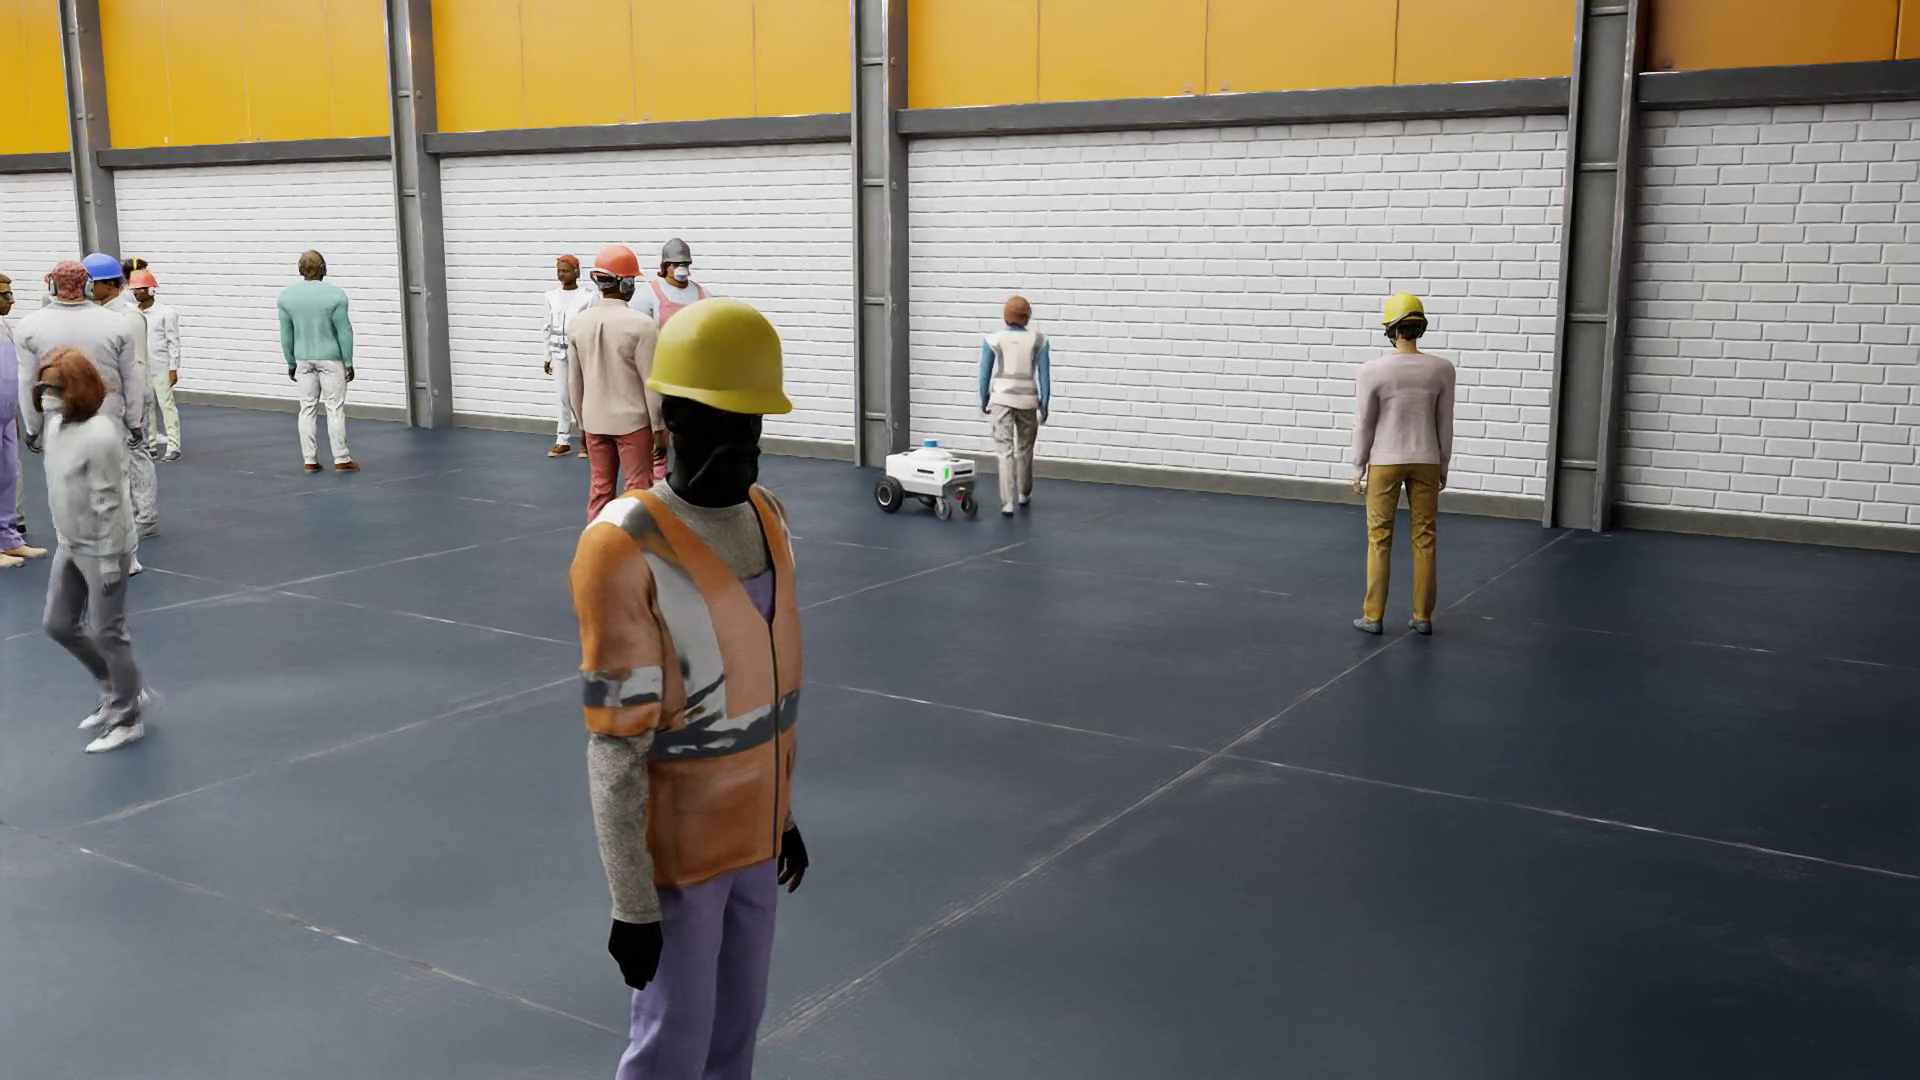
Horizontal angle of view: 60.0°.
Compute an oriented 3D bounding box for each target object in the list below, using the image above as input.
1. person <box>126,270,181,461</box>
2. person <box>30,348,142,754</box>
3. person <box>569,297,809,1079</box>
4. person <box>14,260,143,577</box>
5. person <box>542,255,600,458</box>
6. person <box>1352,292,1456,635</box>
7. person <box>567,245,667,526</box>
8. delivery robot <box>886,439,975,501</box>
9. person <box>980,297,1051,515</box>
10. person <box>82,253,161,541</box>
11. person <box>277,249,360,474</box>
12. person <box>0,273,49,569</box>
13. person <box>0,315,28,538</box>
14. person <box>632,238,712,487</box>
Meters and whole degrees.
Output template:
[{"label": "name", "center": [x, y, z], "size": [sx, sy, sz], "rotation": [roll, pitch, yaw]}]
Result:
[{"label": "person", "center": [-7.430, -1.595, 15.265], "size": [0.571, 1.751, 0.329], "rotation": [2, 10, 12]}, {"label": "person", "center": [-3.400, 0.058, 6.538], "size": [0.534, 1.592, 0.399], "rotation": [7, 13, 35]}, {"label": "person", "center": [-0.443, 0.530, 3.014], "size": [0.372, 1.923, 0.593], "rotation": [4, 11, 22]}, {"label": "person", "center": [-5.211, -0.701, 9.887], "size": [0.652, 1.906, 0.408], "rotation": [-6, 12, -30]}, {"label": "person", "center": [-3.623, -1.704, 15.512], "size": [0.574, 1.883, 0.356], "rotation": [2, 10, 13]}, {"label": "person", "center": [2.258, -0.381, 8.532], "size": [0.524, 1.761, 0.339], "rotation": [-1, 10, -3]}, {"label": "person", "center": [-1.900, -0.644, 9.326], "size": [0.608, 1.995, 0.377], "rotation": [5, 11, 24]}, {"label": "delivery robot", "center": [-0.217, -0.505, 12.288], "size": [0.477, 0.478, 0.707], "rotation": [-10, 14, -43]}, {"label": "person", "center": [0.409, -1.008, 12.411], "size": [0.521, 1.604, 0.748], "rotation": [0, 10, -1]}, {"label": "person", "center": [-5.688, -0.958, 11.246], "size": [0.613, 1.935, 0.421], "rotation": [8, 13, 39]}, {"label": "person", "center": [-5.549, -1.534, 14.412], "size": [0.628, 1.940, 0.373], "rotation": [0, 10, 3]}, {"label": "person", "center": [-5.979, -0.742, 10.319], "size": [0.349, 1.840, 0.502], "rotation": [-1, 10, -7]}, {"label": "person", "center": [-6.575, -0.907, 11.259], "size": [0.403, 1.823, 0.587], "rotation": [-7, 13, -35]}, {"label": "person", "center": [-2.208, -1.362, 13.177], "size": [0.674, 2.000, 0.535], "rotation": [-7, 12, -34]}]
